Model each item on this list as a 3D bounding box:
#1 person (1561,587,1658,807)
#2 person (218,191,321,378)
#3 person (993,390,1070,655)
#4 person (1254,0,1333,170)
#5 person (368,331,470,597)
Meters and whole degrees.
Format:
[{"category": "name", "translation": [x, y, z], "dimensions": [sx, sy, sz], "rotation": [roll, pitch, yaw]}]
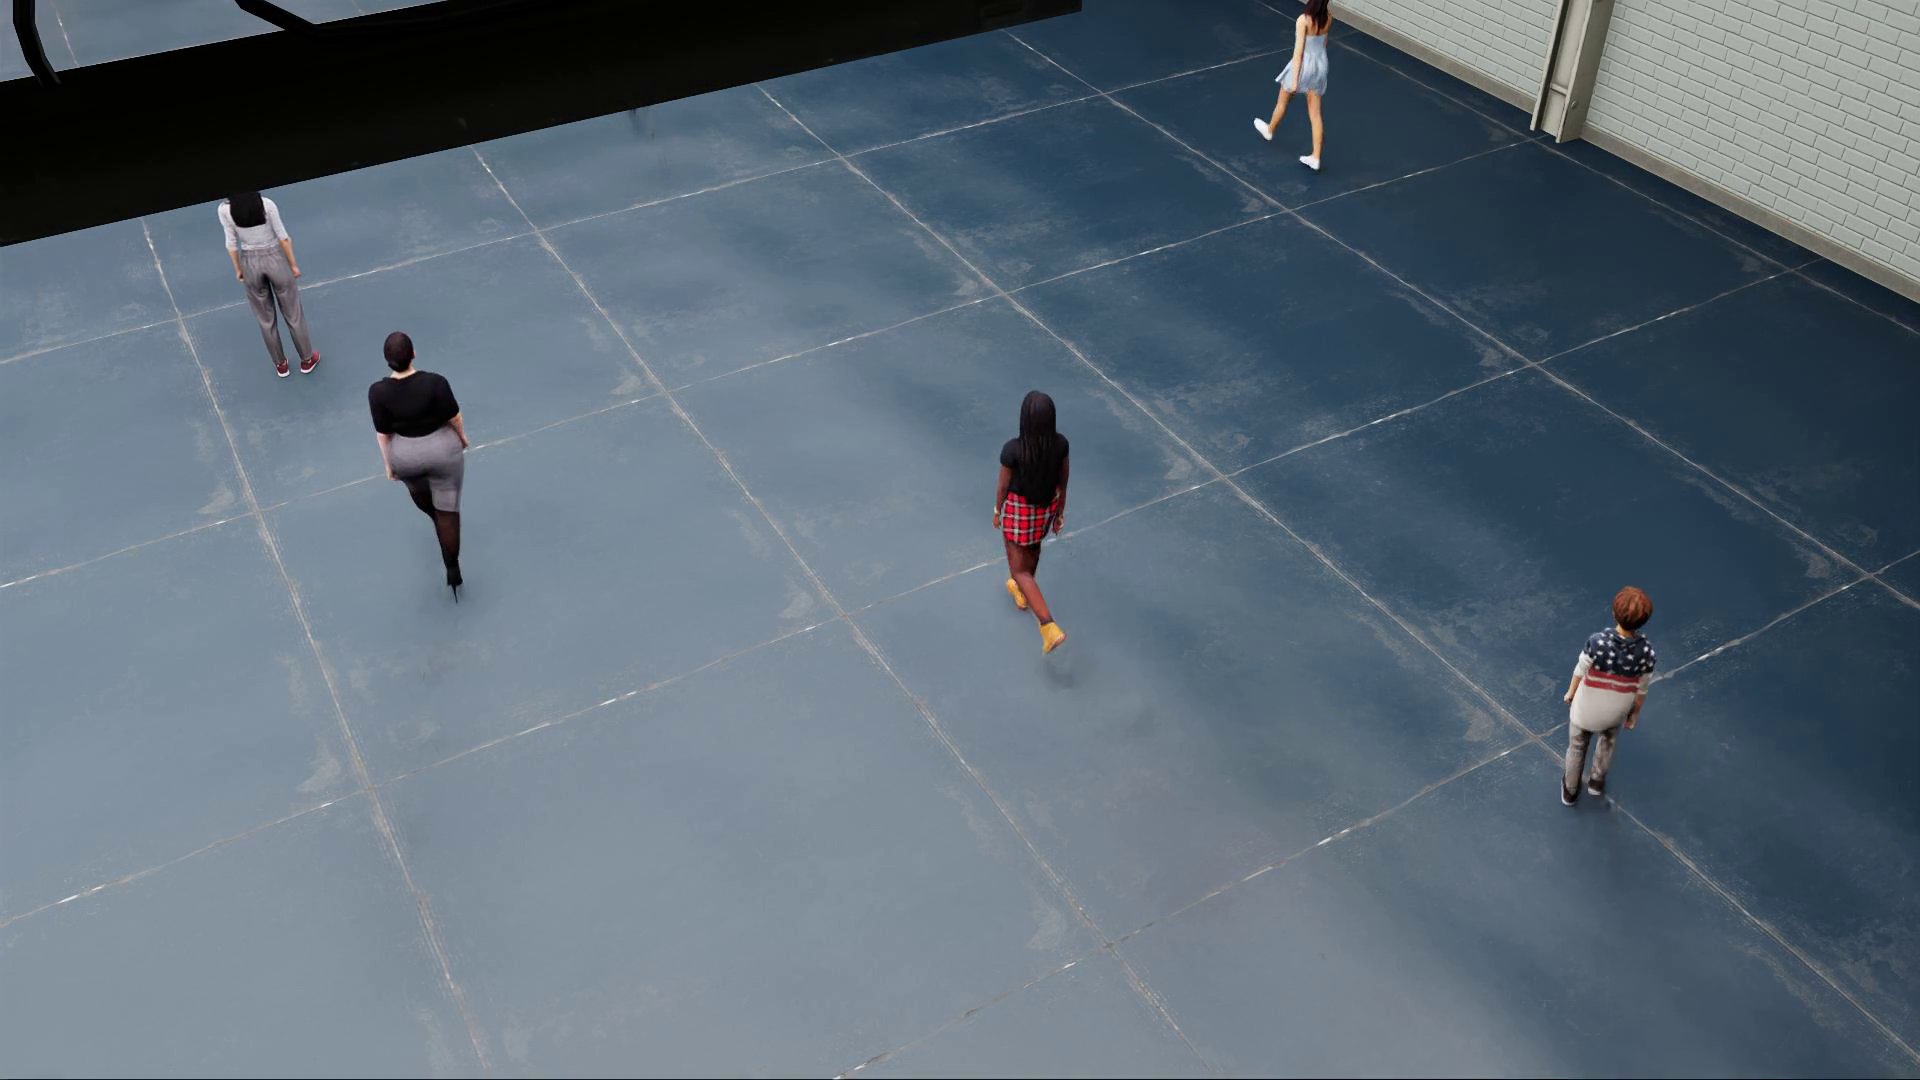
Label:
[{"category": "person", "translation": [3.447, 0.889, 8.886], "dimensions": [0.616, 1.430, 0.671], "rotation": [7, 39, 9]}, {"category": "person", "translation": [-5.154, -2.010, 12.343], "dimensions": [0.661, 1.737, 0.628], "rotation": [-7, 39, -9]}, {"category": "person", "translation": [0.454, -0.083, 9.912], "dimensions": [0.587, 1.699, 1.080], "rotation": [-19, 42, -23]}, {"category": "person", "translation": [3.236, -4.222, 15.213], "dimensions": [0.587, 1.684, 1.110], "rotation": [-20, 42, -23]}, {"category": "person", "translation": [-3.315, -0.437, 10.359], "dimensions": [0.942, 1.704, 1.223], "rotation": [-5, 38, -6]}]
